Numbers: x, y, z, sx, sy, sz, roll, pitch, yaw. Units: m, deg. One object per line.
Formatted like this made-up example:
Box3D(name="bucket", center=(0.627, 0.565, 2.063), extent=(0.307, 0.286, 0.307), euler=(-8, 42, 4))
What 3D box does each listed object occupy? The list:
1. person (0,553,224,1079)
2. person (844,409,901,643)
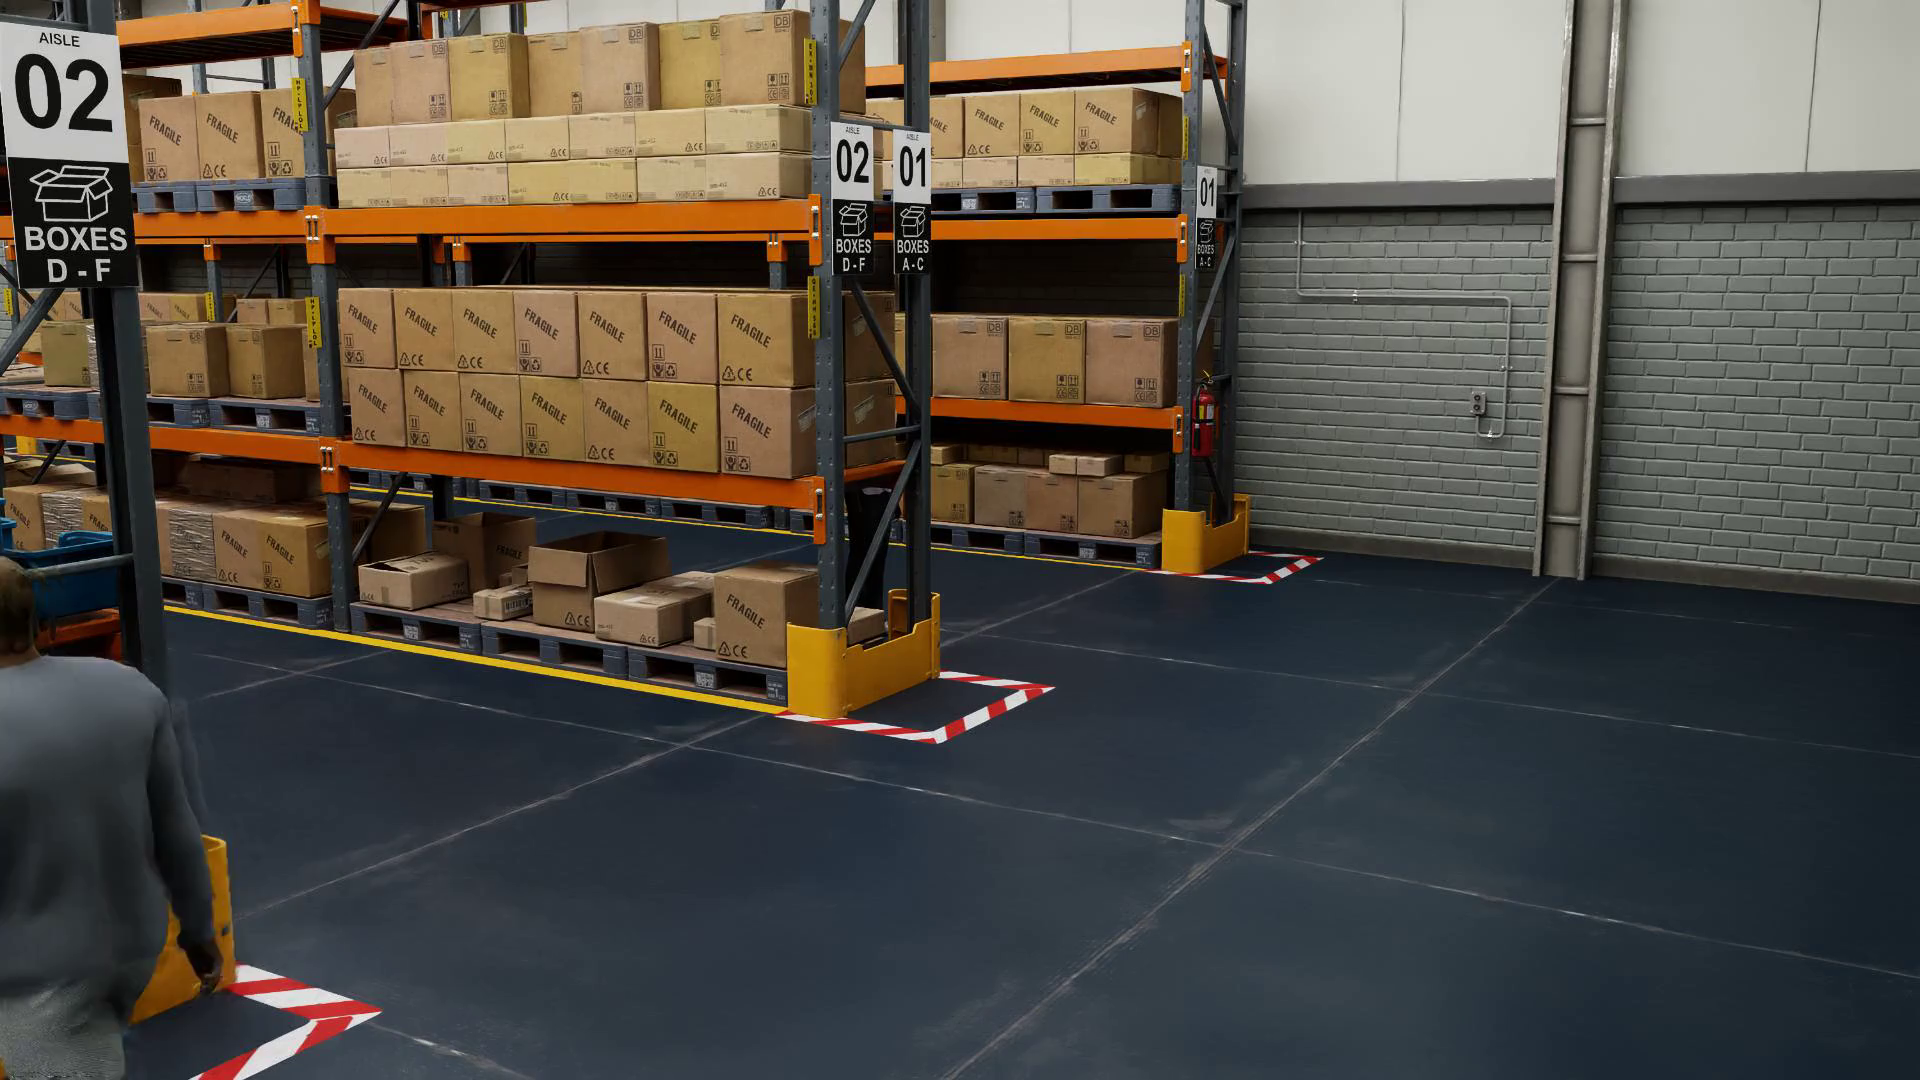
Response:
Box3D(name="person", center=(-2.100, 0.959, 3.742), extent=(0.962, 1.891, 0.651), euler=(4, 10, 22))
Box3D(name="person", center=(-0.591, -0.274, 10.904), extent=(0.386, 1.918, 0.595), euler=(5, 11, 26))
